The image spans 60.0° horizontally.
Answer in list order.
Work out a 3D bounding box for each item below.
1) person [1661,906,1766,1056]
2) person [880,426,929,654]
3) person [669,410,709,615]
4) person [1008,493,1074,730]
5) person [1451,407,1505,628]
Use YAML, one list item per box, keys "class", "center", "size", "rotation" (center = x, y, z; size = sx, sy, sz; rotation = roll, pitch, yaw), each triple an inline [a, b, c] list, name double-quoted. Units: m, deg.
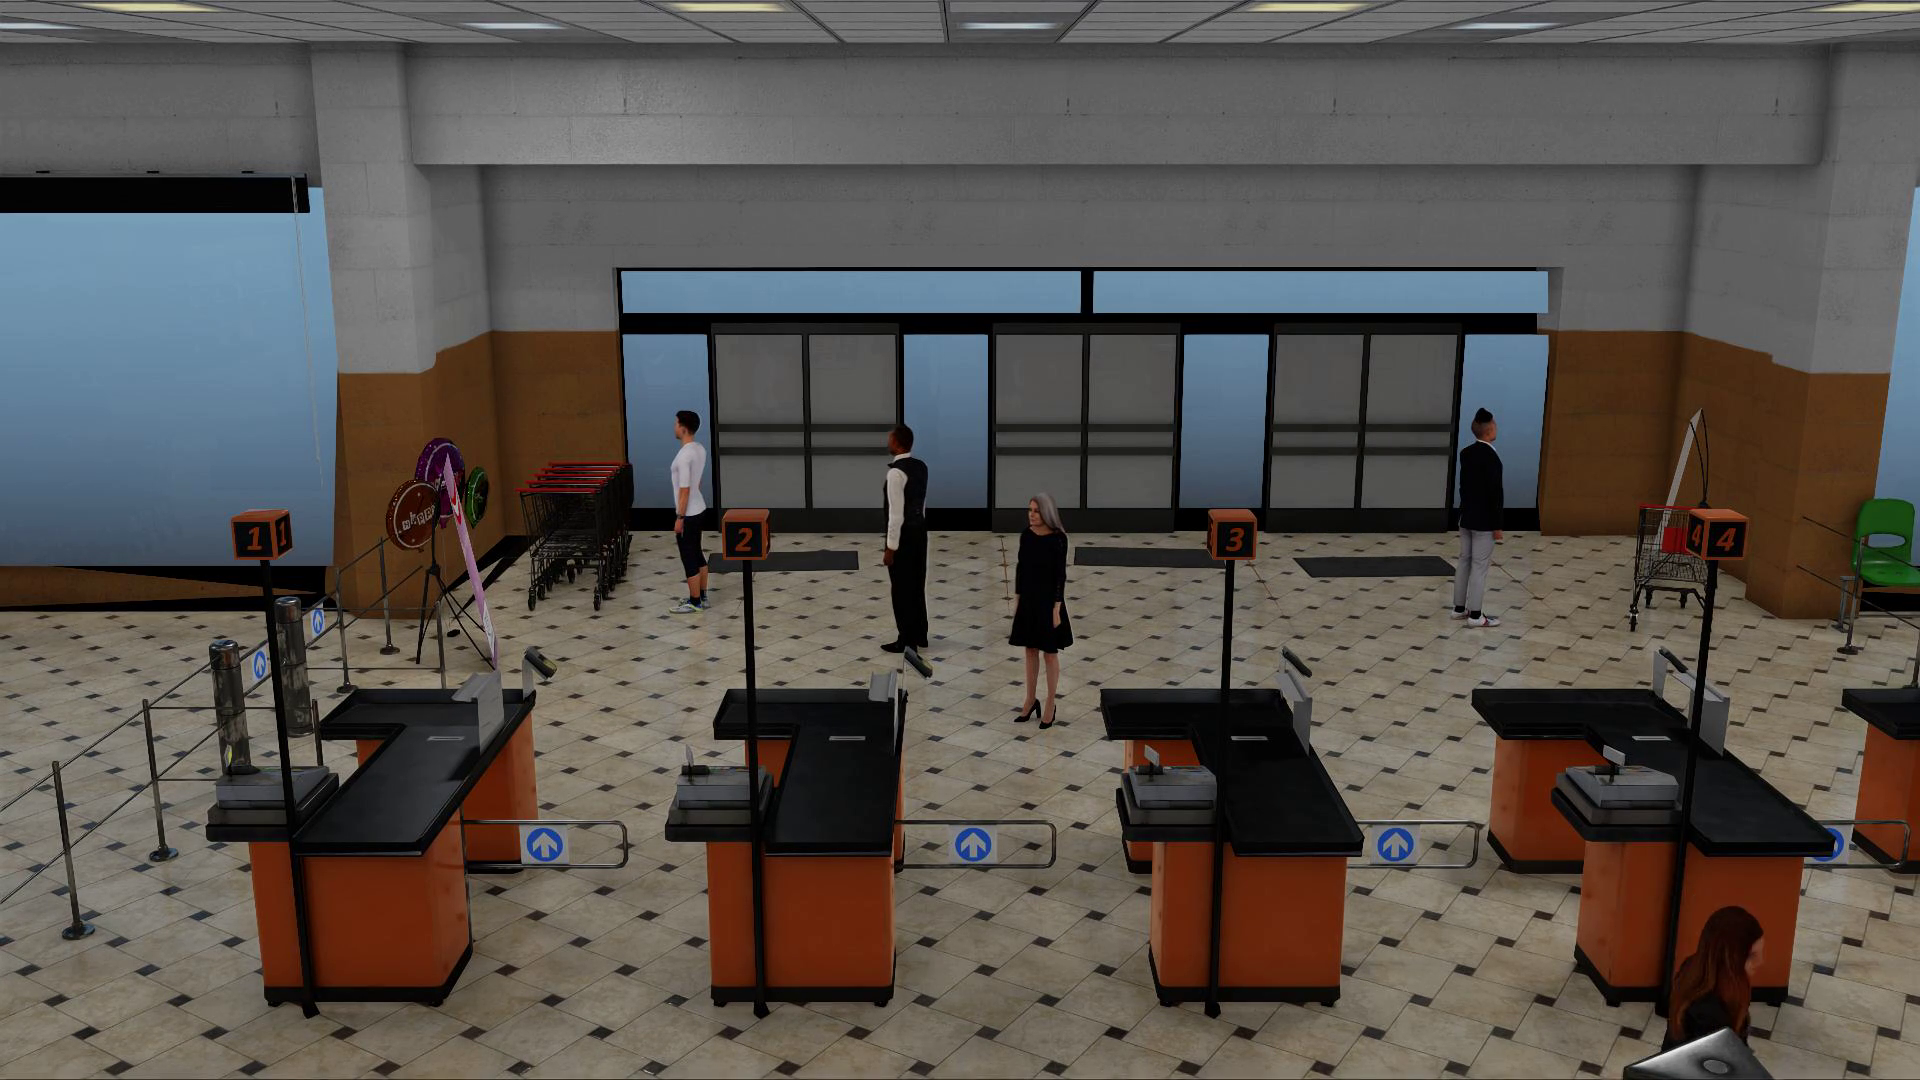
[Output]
- class: "person"
  center: [2.559, 2.041, 5.978]
  size: [0.824, 1.673, 0.702]
  rotation: [2, 14, 10]
- class: "person"
  center: [-0.454, -0.009, 13.914]
  size: [0.843, 1.917, 0.704]
  rotation: [7, 15, 28]
- class: "person"
  center: [-2.453, -0.262, 15.097]
  size: [0.769, 1.851, 0.546]
  rotation: [2, 14, 9]
- class: "person"
  center: [0.582, 0.507, 12.147]
  size: [0.705, 1.746, 0.754]
  rotation: [11, 18, 39]
- class: "person"
  center: [4.577, -0.216, 14.696]
  size: [0.832, 1.950, 0.652]
  rotation: [-4, 14, -17]
